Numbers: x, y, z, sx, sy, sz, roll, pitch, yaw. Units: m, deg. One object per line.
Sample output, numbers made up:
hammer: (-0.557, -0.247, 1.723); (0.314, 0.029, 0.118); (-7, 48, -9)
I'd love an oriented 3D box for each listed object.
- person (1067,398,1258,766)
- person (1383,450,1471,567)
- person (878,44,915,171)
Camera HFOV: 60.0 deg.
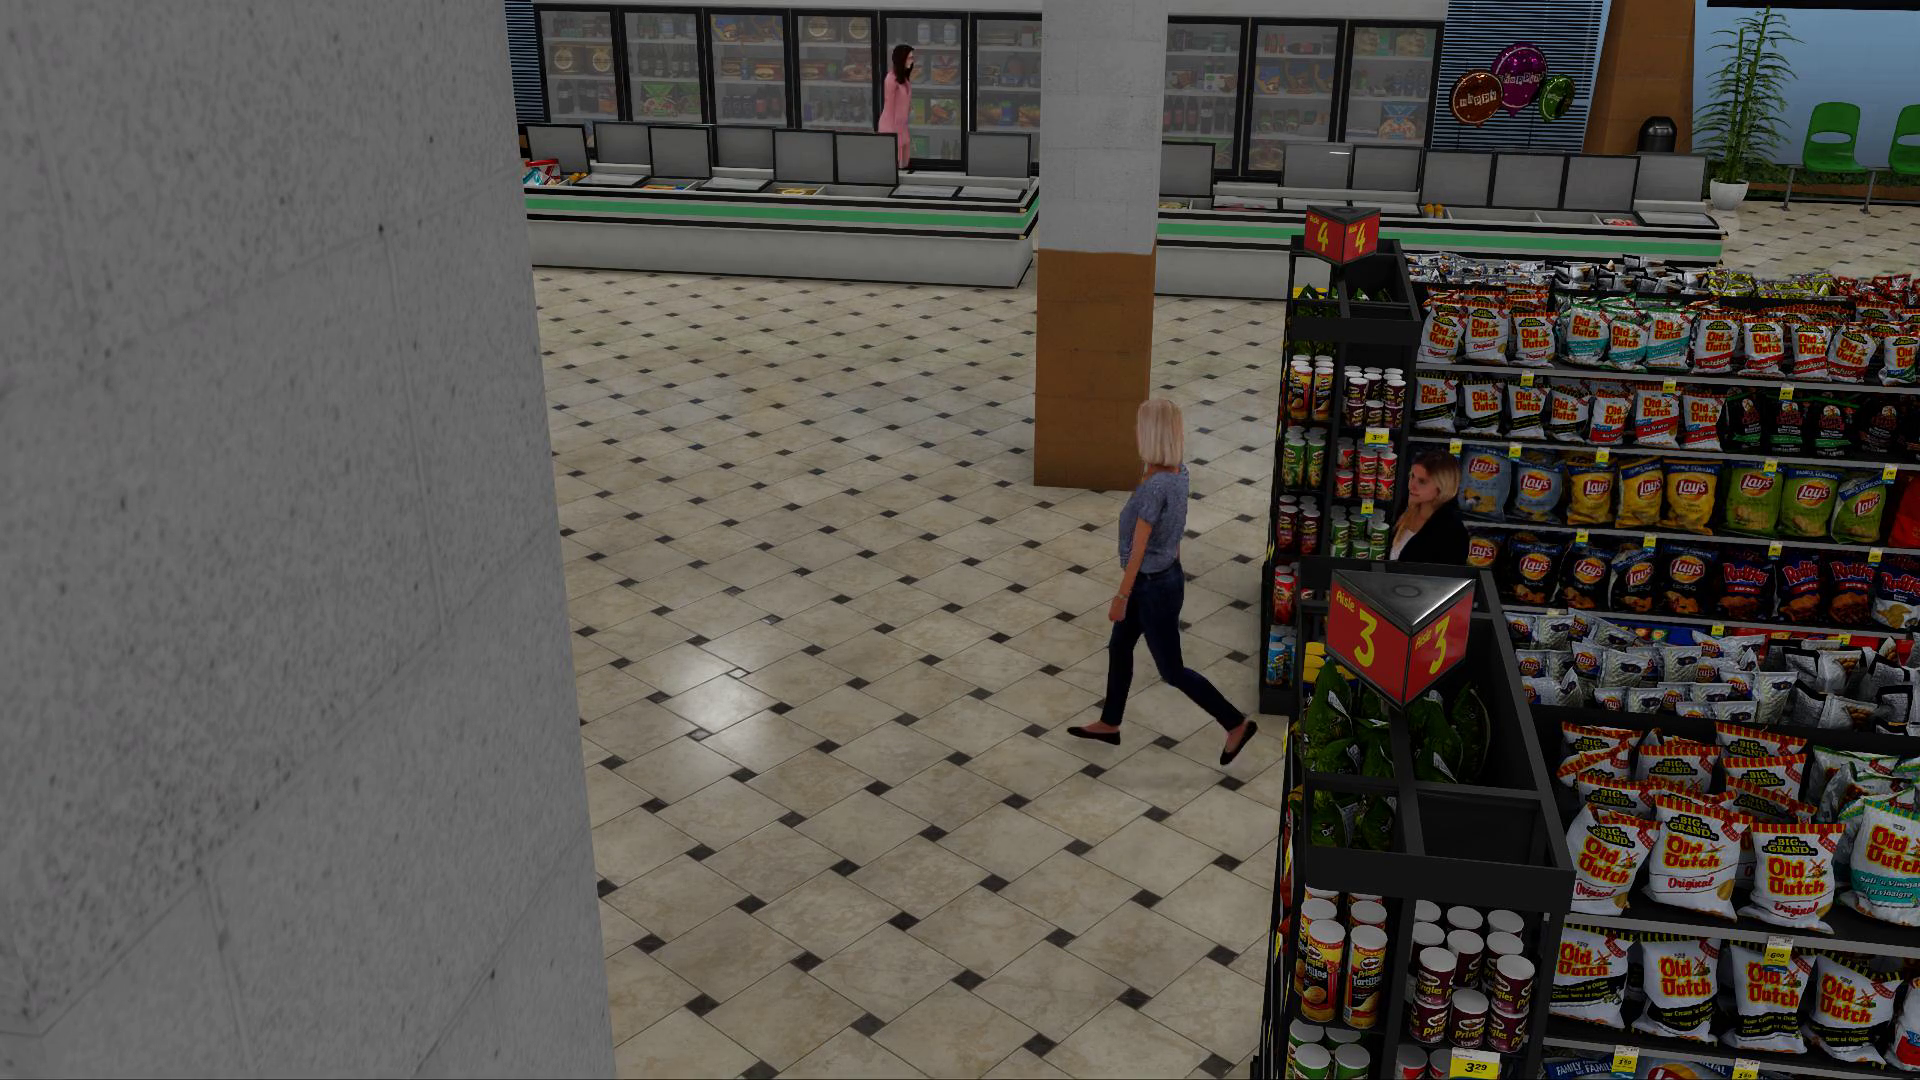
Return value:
person: (0.950, 0.234, 7.375); (1.113, 1.687, 0.646); (6, 24, 13)
person: (2.038, 0.390, 7.073); (0.983, 1.644, 0.845); (-6, 24, -13)
person: (-0.797, -4.384, 17.819); (0.901, 1.774, 0.735); (10, 26, 22)
